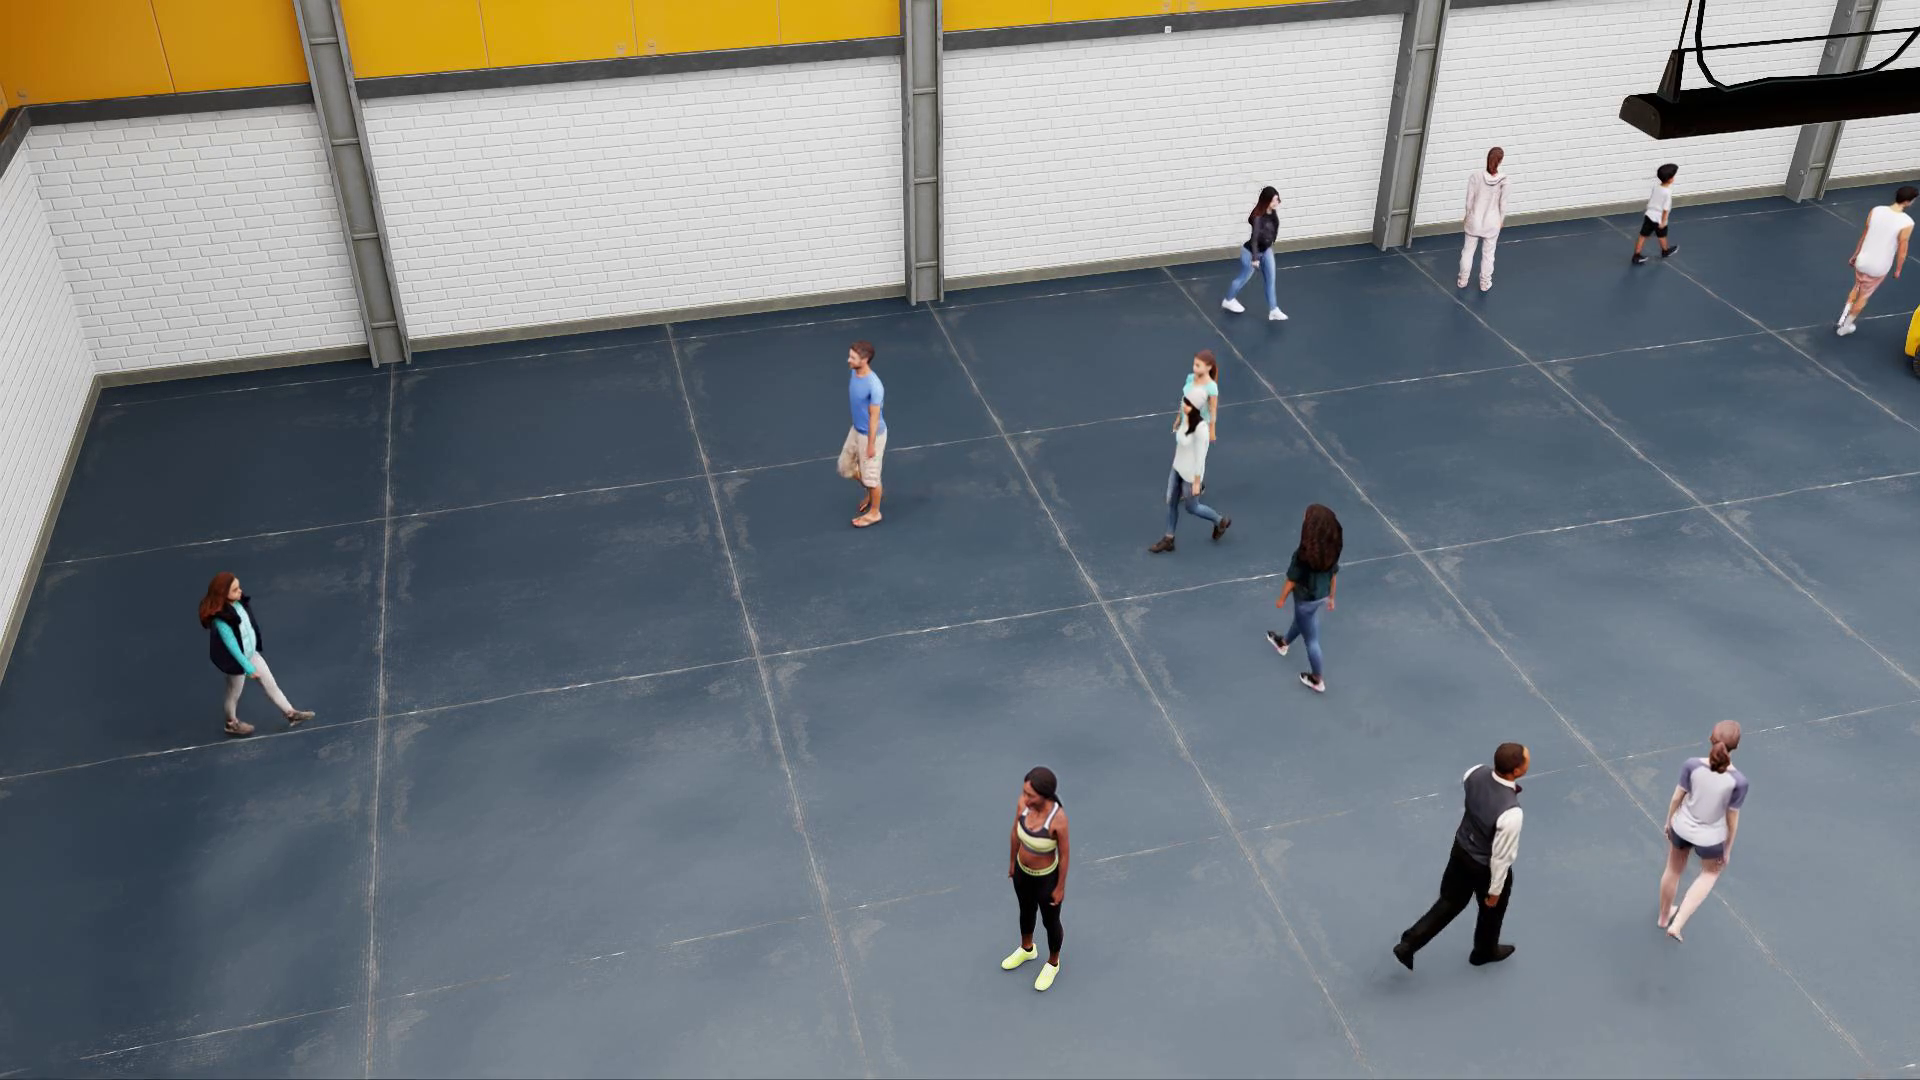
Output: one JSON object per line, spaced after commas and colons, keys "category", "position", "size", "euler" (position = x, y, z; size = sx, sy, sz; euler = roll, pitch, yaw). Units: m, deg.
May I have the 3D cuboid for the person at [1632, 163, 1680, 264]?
{"category": "person", "position": [8.312, -3.893, 19.954], "size": [0.858, 1.234, 0.575], "euler": [-14, 36, -20]}

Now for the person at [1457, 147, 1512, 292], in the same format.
{"category": "person", "position": [6.071, -3.719, 19.280], "size": [0.705, 1.692, 0.783], "euler": [14, 36, 20]}

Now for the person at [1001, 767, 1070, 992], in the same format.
{"category": "person", "position": [0.506, 2.100, 10.469], "size": [0.644, 1.754, 0.669], "euler": [26, 41, 33]}

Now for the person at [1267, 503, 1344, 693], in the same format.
{"category": "person", "position": [2.800, 0.496, 13.033], "size": [0.991, 1.586, 0.877], "euler": [-23, 40, -30]}

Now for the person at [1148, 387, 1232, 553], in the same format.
{"category": "person", "position": [2.086, -0.605, 14.659], "size": [0.995, 1.621, 0.600], "euler": [-10, 35, -15]}

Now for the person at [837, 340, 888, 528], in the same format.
{"category": "person", "position": [-0.765, -0.993, 15.028], "size": [0.756, 1.858, 0.723], "euler": [-17, 37, -24]}

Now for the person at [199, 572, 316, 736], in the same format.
{"category": "person", "position": [-5.514, 0.893, 12.551], "size": [1.001, 1.459, 0.762], "euler": [3, 34, 4]}

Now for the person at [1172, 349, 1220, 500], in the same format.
{"category": "person", "position": [2.254, -1.075, 15.432], "size": [0.639, 1.547, 0.602], "euler": [-16, 37, -22]}

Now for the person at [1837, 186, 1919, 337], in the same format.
{"category": "person", "position": [9.926, -3.009, 18.154], "size": [0.789, 1.755, 0.776], "euler": [-23, 40, -30]}

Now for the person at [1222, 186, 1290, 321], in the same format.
{"category": "person", "position": [3.265, -3.224, 18.632], "size": [1.131, 1.584, 1.134], "euler": [20, 39, 28]}

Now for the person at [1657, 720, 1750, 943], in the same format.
{"category": "person", "position": [4.737, 1.931, 10.721], "size": [0.784, 1.755, 0.858], "euler": [25, 41, 33]}

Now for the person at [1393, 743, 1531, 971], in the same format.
{"category": "person", "position": [3.193, 2.027, 10.453], "size": [1.184, 1.892, 0.813], "euler": [-13, 36, -19]}
